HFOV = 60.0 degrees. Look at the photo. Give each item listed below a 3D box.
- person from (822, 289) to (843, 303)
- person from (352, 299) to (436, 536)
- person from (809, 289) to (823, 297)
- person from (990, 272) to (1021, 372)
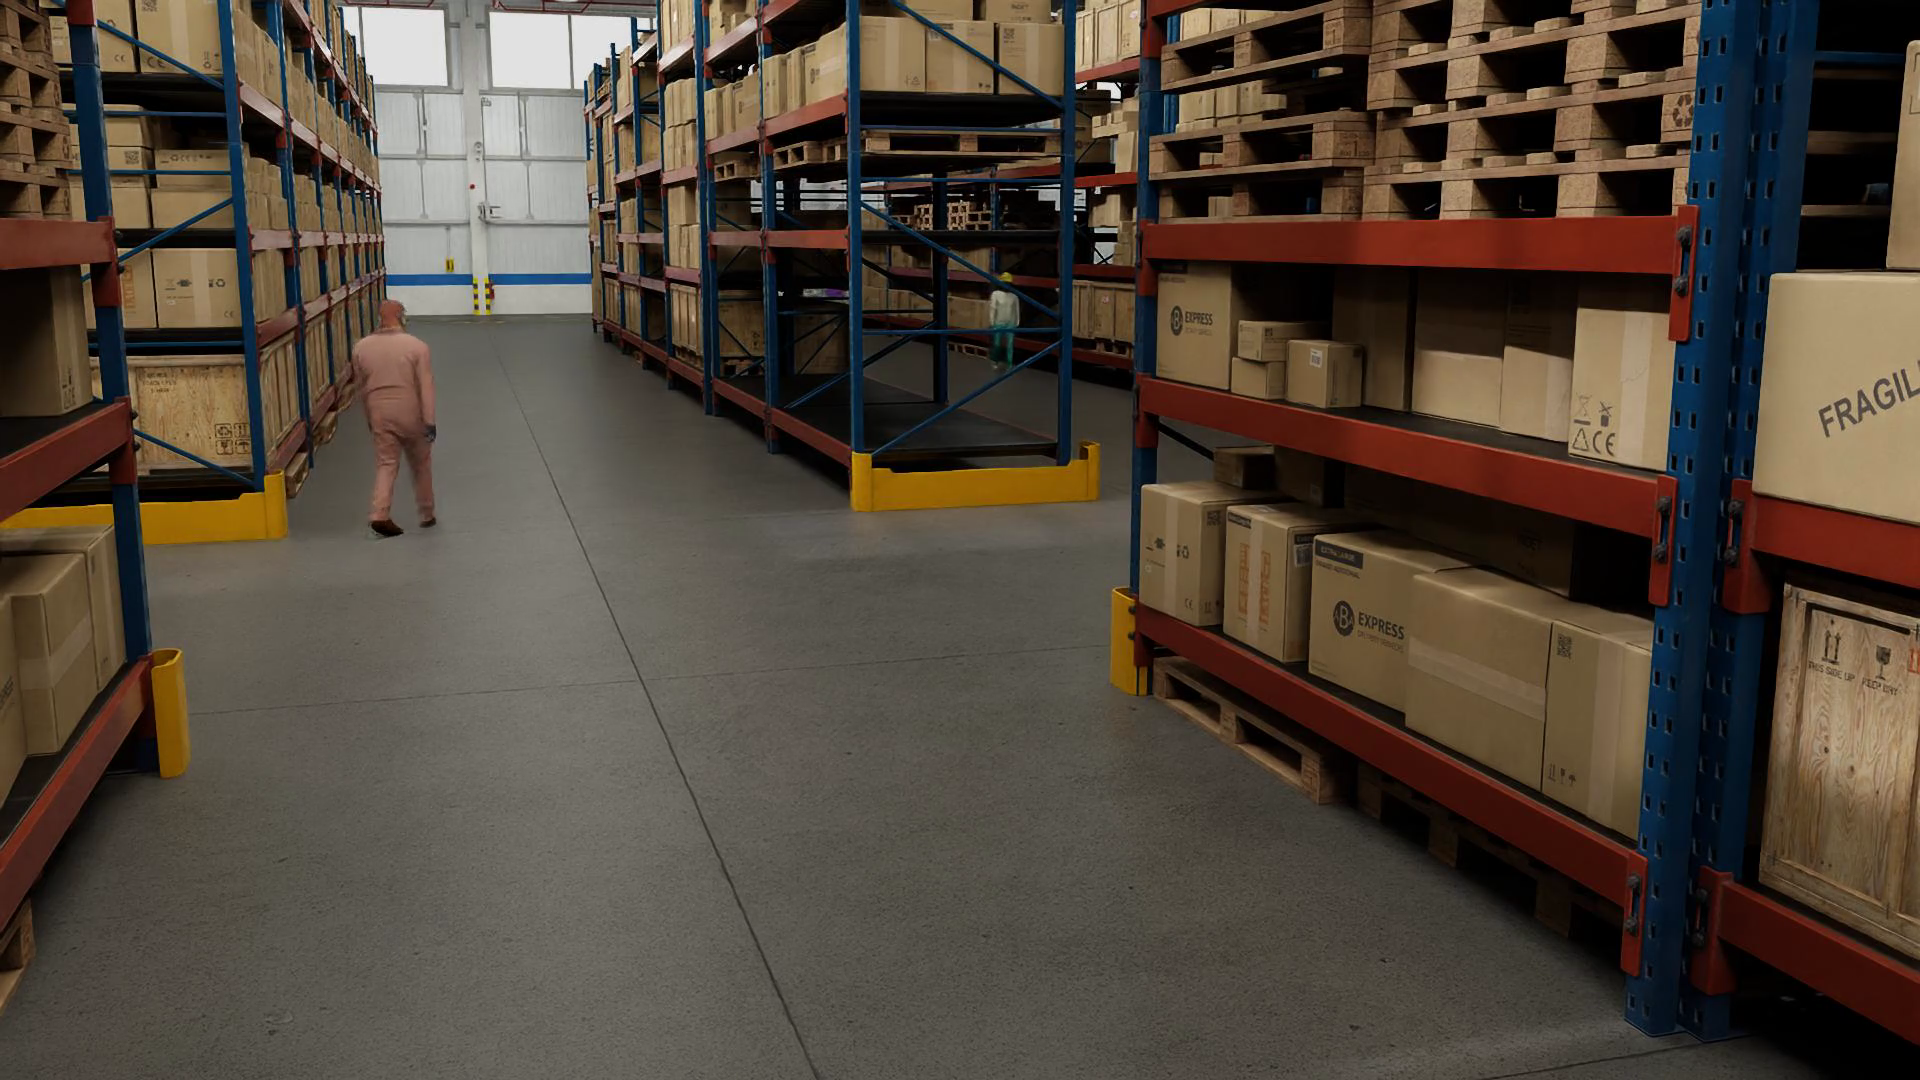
[{"bbox_3d":[-3.155,-6.101,41.273,0.562,1.885,1.013,-2,11,-12],"label":"person"},{"bbox_3d":[-4.476,-0.967,13.192,0.656,1.866,0.852,0,10,1],"label":"person"},{"bbox_3d":[-3.654,-6.230,42.378,0.486,1.728,0.621,3,11,17],"label":"person"},{"bbox_3d":[0.778,-3.730,28.584,0.540,1.754,0.459,-1,10,-7],"label":"person"}]
